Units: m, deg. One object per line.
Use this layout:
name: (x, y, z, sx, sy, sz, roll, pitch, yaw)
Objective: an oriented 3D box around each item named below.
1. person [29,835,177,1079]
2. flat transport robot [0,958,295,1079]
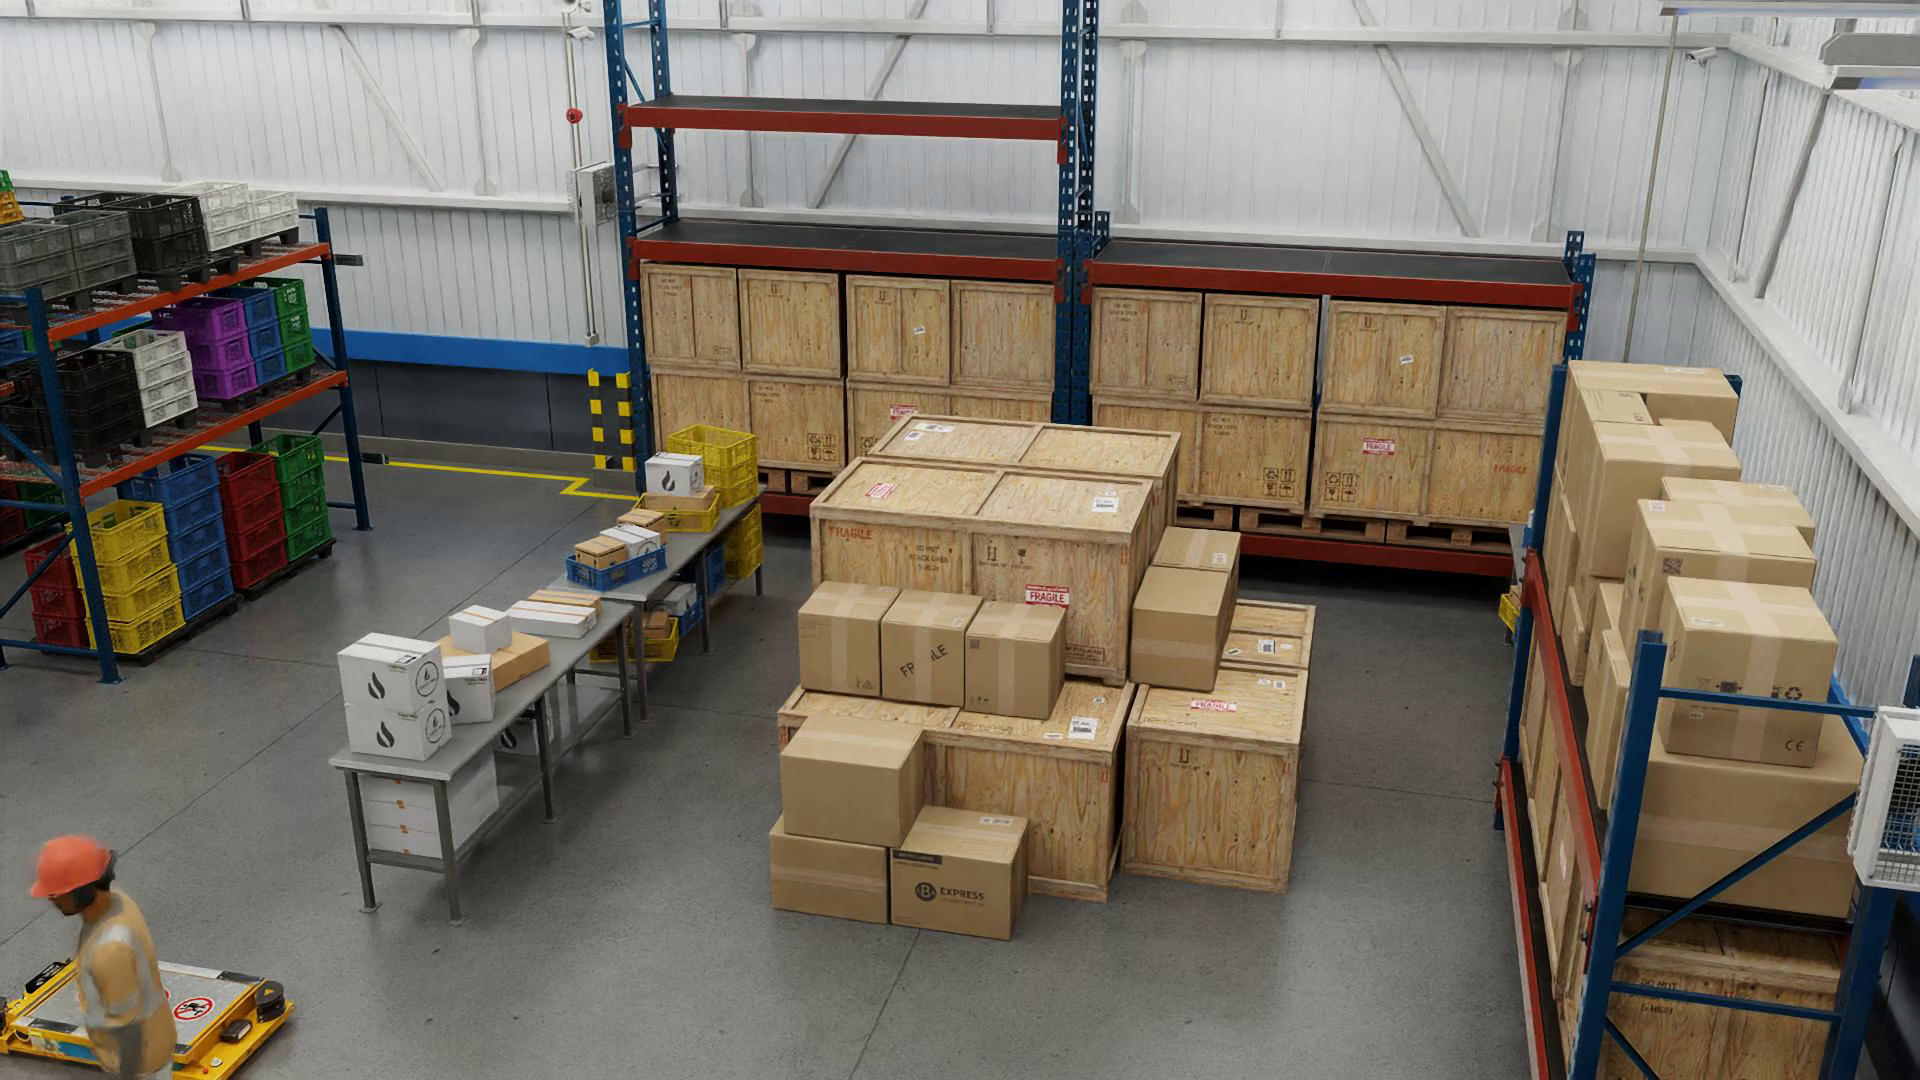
person: (-3.507, 2.131, 7.006, 0.420, 2.041, 0.620, -12, 24, -28)
flat transport robot: (-4.270, 2.464, 8.601, 1.431, 0.231, 0.659, 5, 22, 13)
